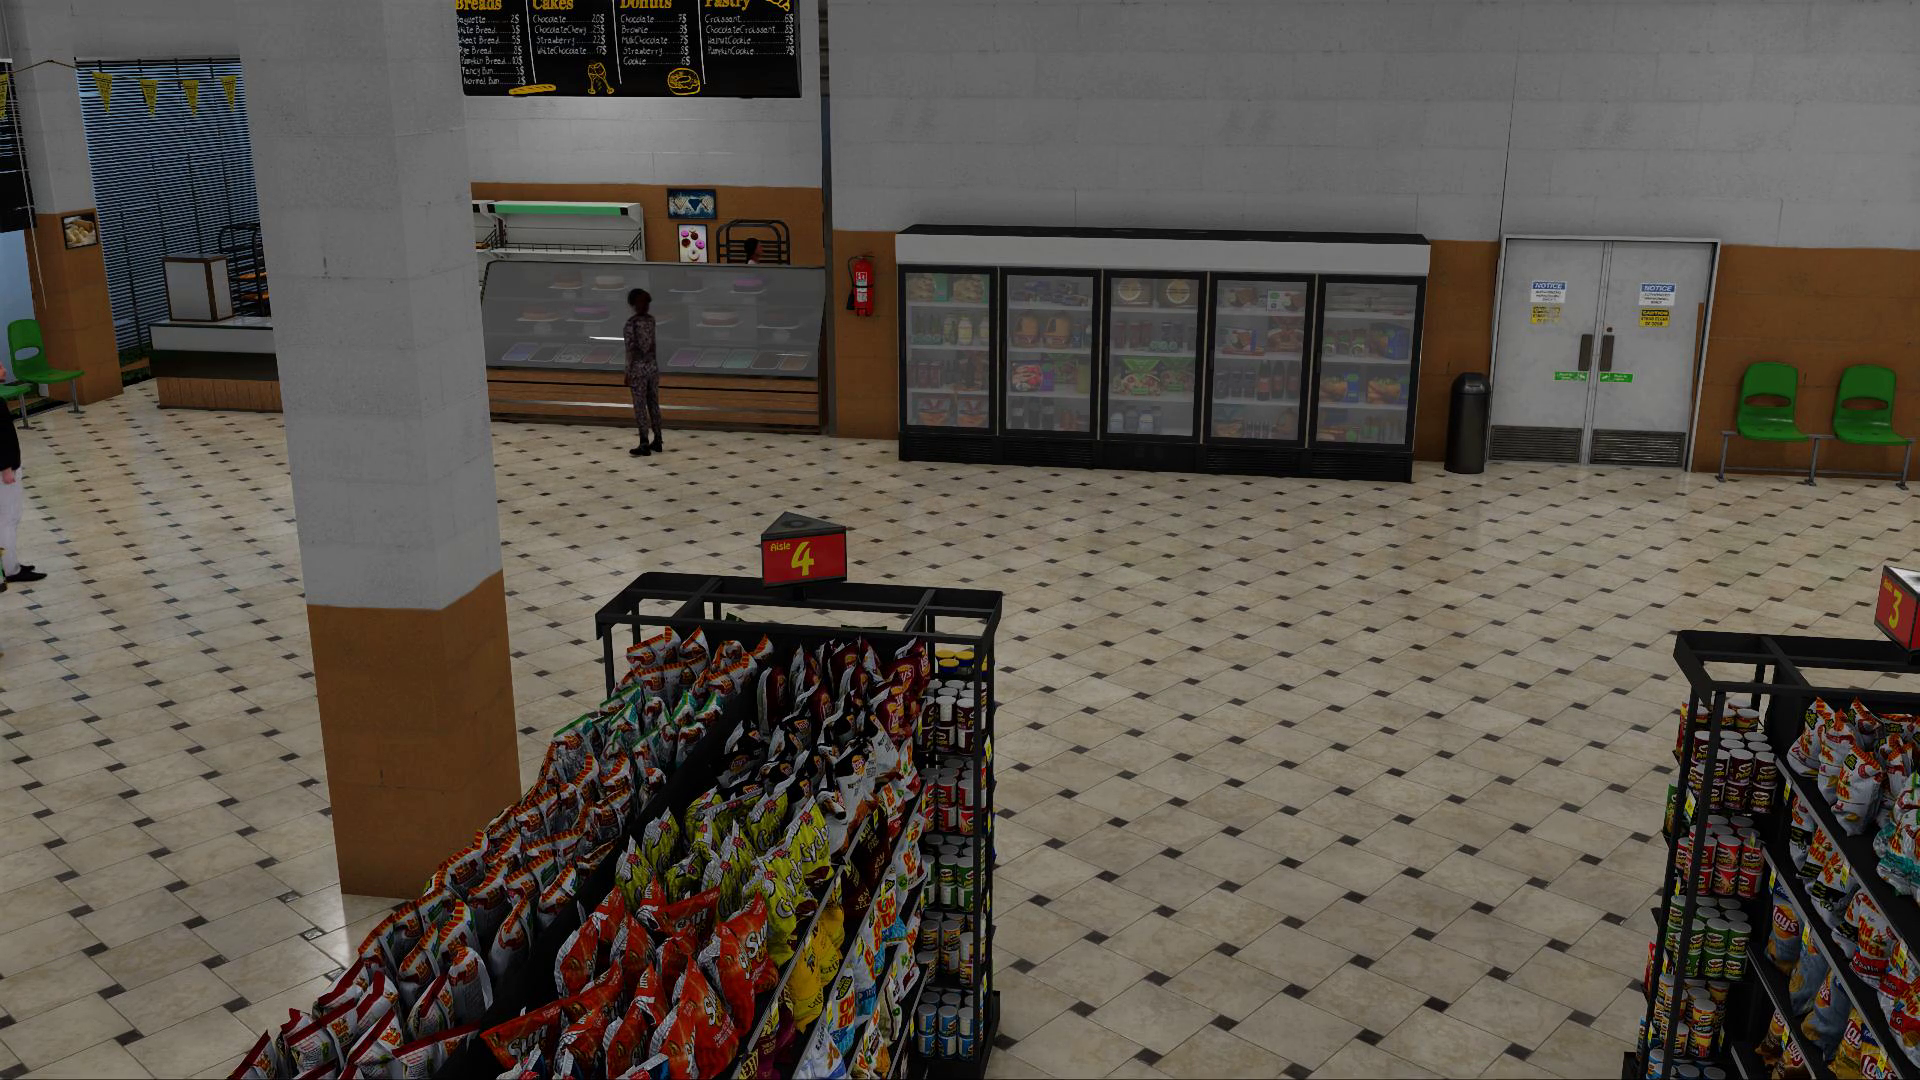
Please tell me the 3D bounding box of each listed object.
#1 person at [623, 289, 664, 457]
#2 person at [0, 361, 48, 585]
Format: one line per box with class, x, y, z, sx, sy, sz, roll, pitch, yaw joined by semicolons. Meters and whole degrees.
person;-3.258;-1.730;17.100;0.717;1.717;0.609;12;20;33
person;-7.576;-0.582;13.105;0.762;1.842;0.729;-14;22;-38
